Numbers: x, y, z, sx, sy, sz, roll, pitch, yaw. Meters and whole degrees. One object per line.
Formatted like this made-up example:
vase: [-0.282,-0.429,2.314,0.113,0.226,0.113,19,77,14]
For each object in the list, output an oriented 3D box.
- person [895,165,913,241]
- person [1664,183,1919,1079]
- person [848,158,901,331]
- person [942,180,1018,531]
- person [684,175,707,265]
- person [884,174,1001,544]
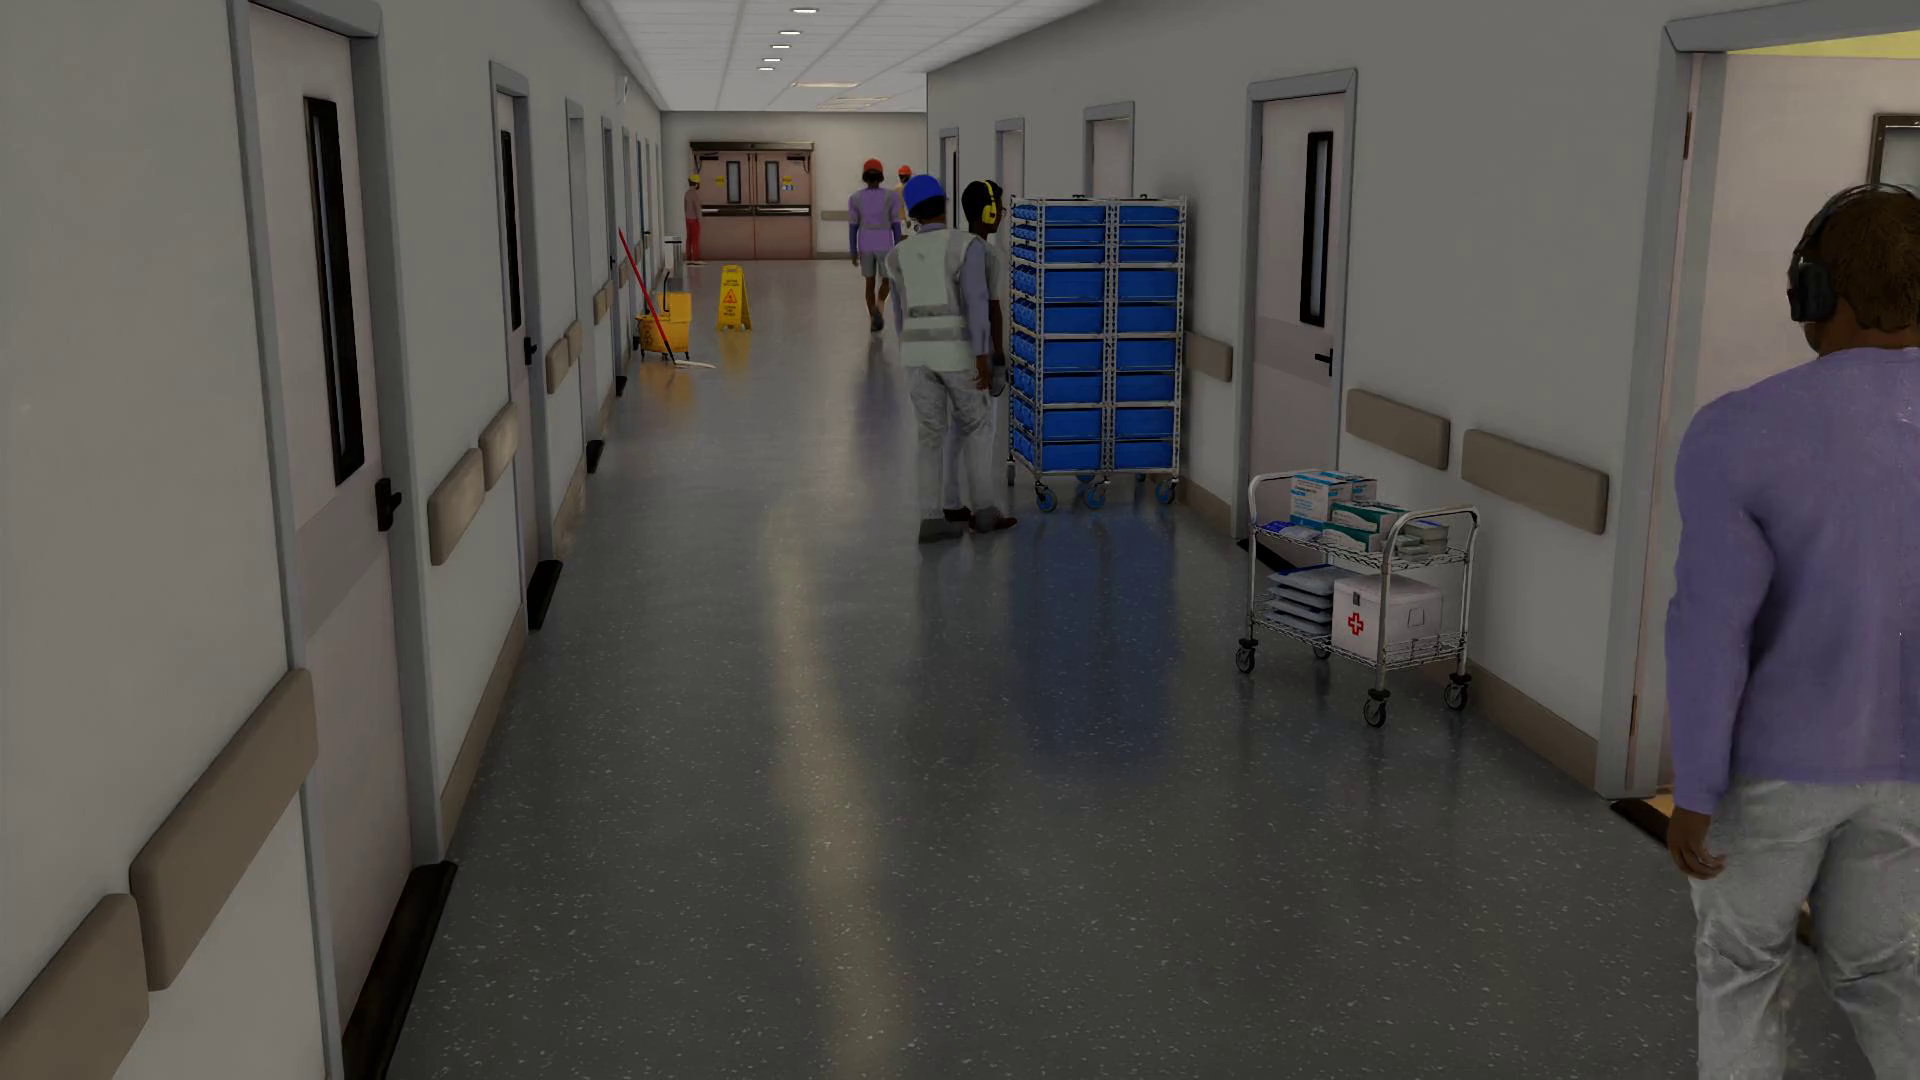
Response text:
person: [-1.045,-6.096,31.450,0.354,1.939,0.545,-5,14,-20]
person: [1.471,0.392,2.707,0.634,1.915,0.773,-1,13,-3]
person: [-0.996,-3.415,19.349,0.630,2.026,0.713,2,13,7]
person: [0.094,-0.974,8.895,0.333,1.861,0.496,-10,16,-37]
person: [-5.227,-6.296,32.746,0.337,1.759,0.525,-10,16,-38]
person: [-0.067,-0.954,8.730,0.680,1.883,0.740,6,14,26]
